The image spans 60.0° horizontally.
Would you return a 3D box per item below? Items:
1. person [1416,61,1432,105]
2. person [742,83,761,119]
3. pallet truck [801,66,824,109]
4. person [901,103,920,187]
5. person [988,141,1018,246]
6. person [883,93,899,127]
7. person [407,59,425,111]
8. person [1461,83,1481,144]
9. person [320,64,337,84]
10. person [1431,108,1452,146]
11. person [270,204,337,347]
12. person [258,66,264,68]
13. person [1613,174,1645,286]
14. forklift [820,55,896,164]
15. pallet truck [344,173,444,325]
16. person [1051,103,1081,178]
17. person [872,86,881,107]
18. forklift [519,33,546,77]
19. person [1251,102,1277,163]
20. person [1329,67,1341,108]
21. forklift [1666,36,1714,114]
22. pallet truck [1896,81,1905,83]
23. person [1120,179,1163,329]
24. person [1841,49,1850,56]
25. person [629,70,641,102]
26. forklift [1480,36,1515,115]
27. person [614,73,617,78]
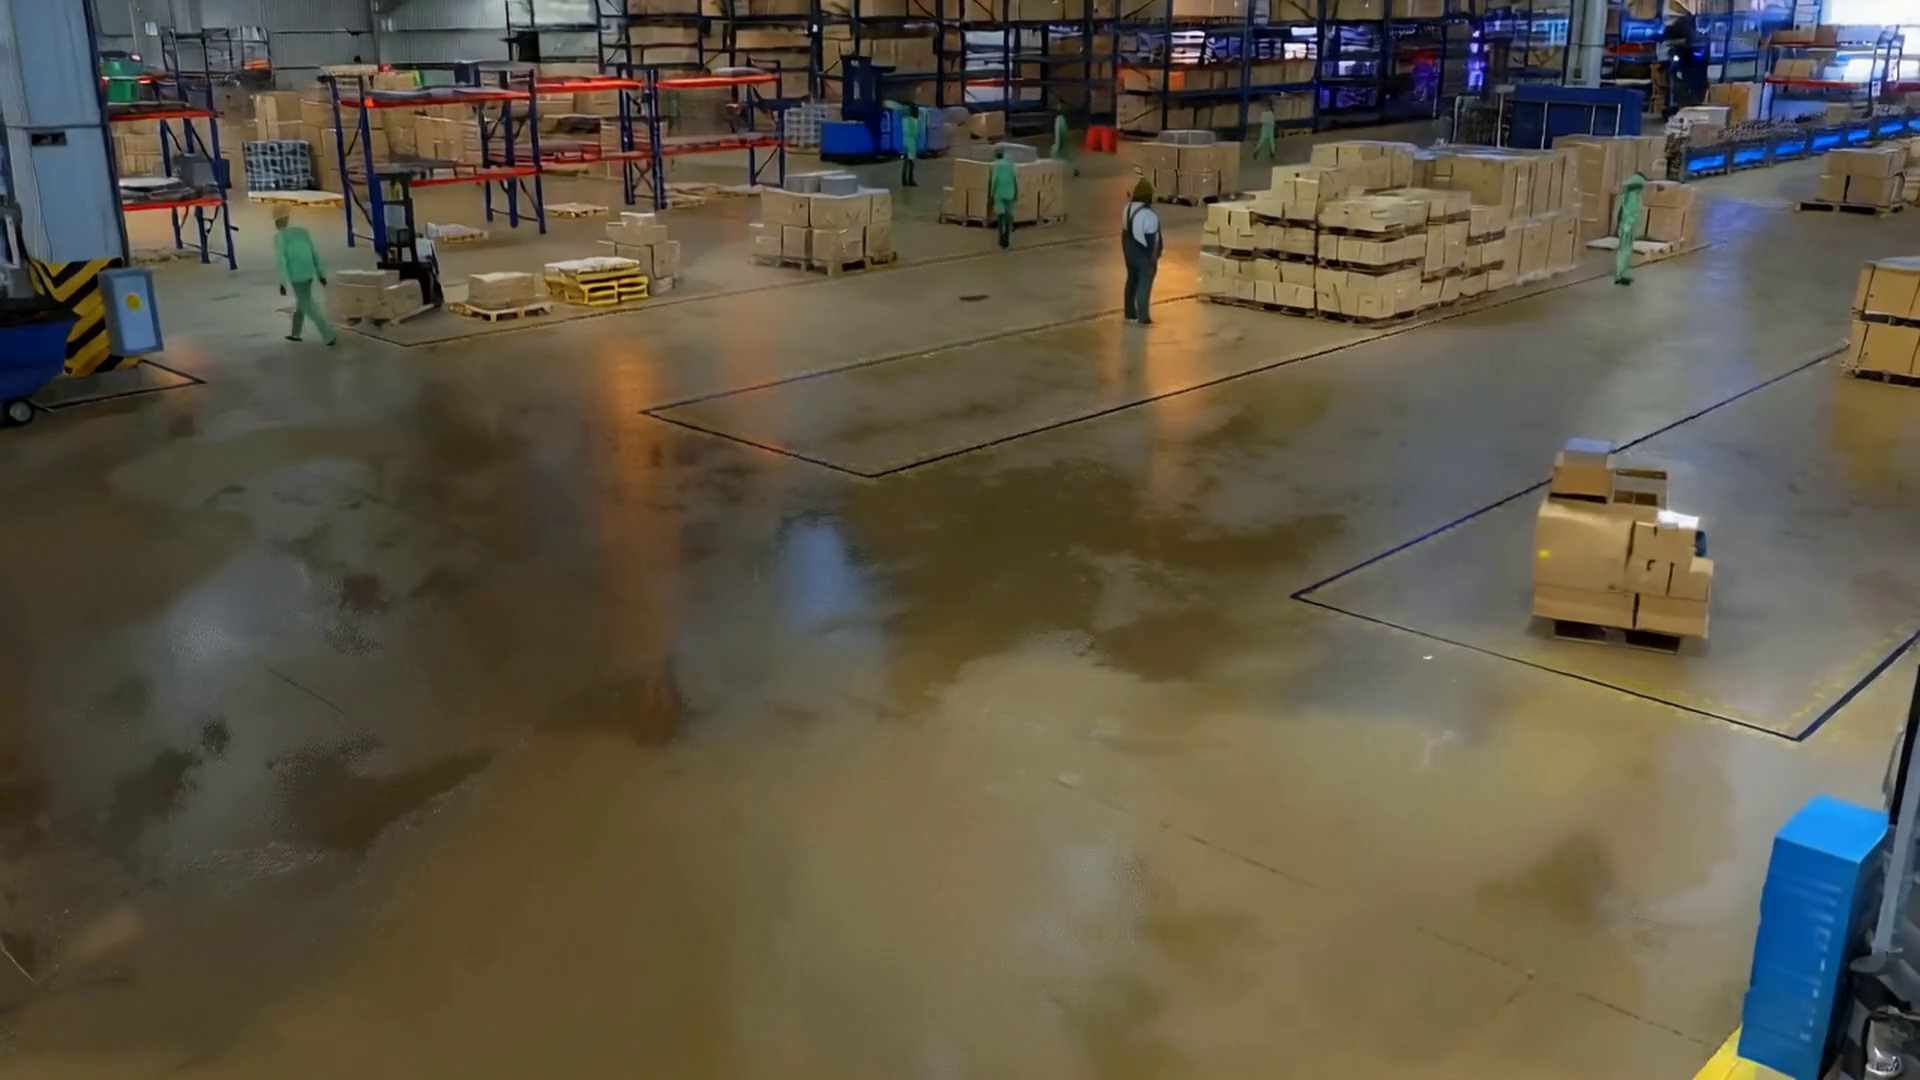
[{"bbox_3d":[16.962,-16.397,60.531,0.894,2.008,0.633,16,24,39],"label":"person"},{"bbox_3d":[-7.432,-15.954,59.535,0.914,1.803,0.632,-13,22,-34],"label":"person"},{"bbox_3d":[-4.812,-15.182,56.903,0.823,1.965,1.885,-9,21,-26],"label":"pallet truck"},{"bbox_3d":[-1.166,-9.360,39.436,0.394,1.958,0.599,-14,23,-35],"label":"person"},{"bbox_3d":[0.793,-6.239,30.104,0.576,1.907,0.708,-5,19,-15],"label":"person"},{"bbox_3d":[-1.988,-12.260,48.715,0.527,1.605,0.810,-7,20,-20],"label":"person"},{"bbox_3d":[-20.908,-17.465,63.882,0.548,1.932,0.377,6,19,17],"label":"person"},{"bbox_3d":[14.848,-12.345,48.500,0.555,1.912,0.823,14,23,36],"label":"person"},{"bbox_3d":[-22.138,-15.754,58.673,0.855,1.958,0.659,9,20,25],"label":"person"},{"bbox_3d":[12.453,-10.371,43.044,0.512,1.590,0.846,-4,19,-12],"label":"person"},{"bbox_3d":[-8.606,-3.464,21.832,0.987,1.862,0.623,7,19,19],"label":"person"},{"bbox_3d":[-24.771,-15.817,58.935,0.711,1.923,0.642,-10,21,-27],"label":"person"},{"bbox_3d":[10.651,-4.937,26.433,0.296,1.744,0.484,12,22,32],"label":"person"},{"bbox_3d":[-2.790,-11.631,44.823,1.129,2.768,1.873,17,25,41],"label":"forklift"},{"bbox_3d":[-8.209,-4.181,23.757,0.823,1.965,1.885,3,19,9],"label":"pallet truck"},{"bbox_3d":[2.533,-9.897,41.251,0.929,1.838,0.521,3,19,8],"label":"person"},{"bbox_3d":[-2.678,-12.932,50.601,0.550,1.683,0.366,-6,19,-17],"label":"person"},{"bbox_3d":[-17.261,-19.003,67.036,1.129,2.768,1.873,17,25,41],"label":"forklift"},{"bbox_3d":[8.274,-11.029,44.990,0.521,1.612,0.699,-14,23,-37],"label":"person"},{"bbox_3d":[14.163,-17.007,62.800,0.366,1.744,0.568,-12,22,-32],"label":"person"},{"bbox_3d":[27.341,-17.291,61.877,1.129,2.768,1.873,17,25,41],"label":"forklift"},{"bbox_3d":[34.802,-16.331,61.455,0.653,1.274,1.630,17,25,41],"label":"pallet truck"},{"bbox_3d":[2.541,-3.960,23.025,0.536,2.000,0.677,-10,21,-28],"label":"person"},{"bbox_3d":[44.227,-23.781,83.229,0.569,1.731,0.709,-7,20,-19],"label":"person"},{"bbox_3d":[-11.040,-14.875,56.105,0.596,1.915,0.374,-10,21,-27],"label":"person"},{"bbox_3d":[19.973,-17.201,61.605,1.873,2.768,1.129,16,24,40],"label":"forklift"},{"bbox_3d":[-11.019,-14.062,53.623,0.635,1.936,0.351,3,19,8],"label":"person"}]
